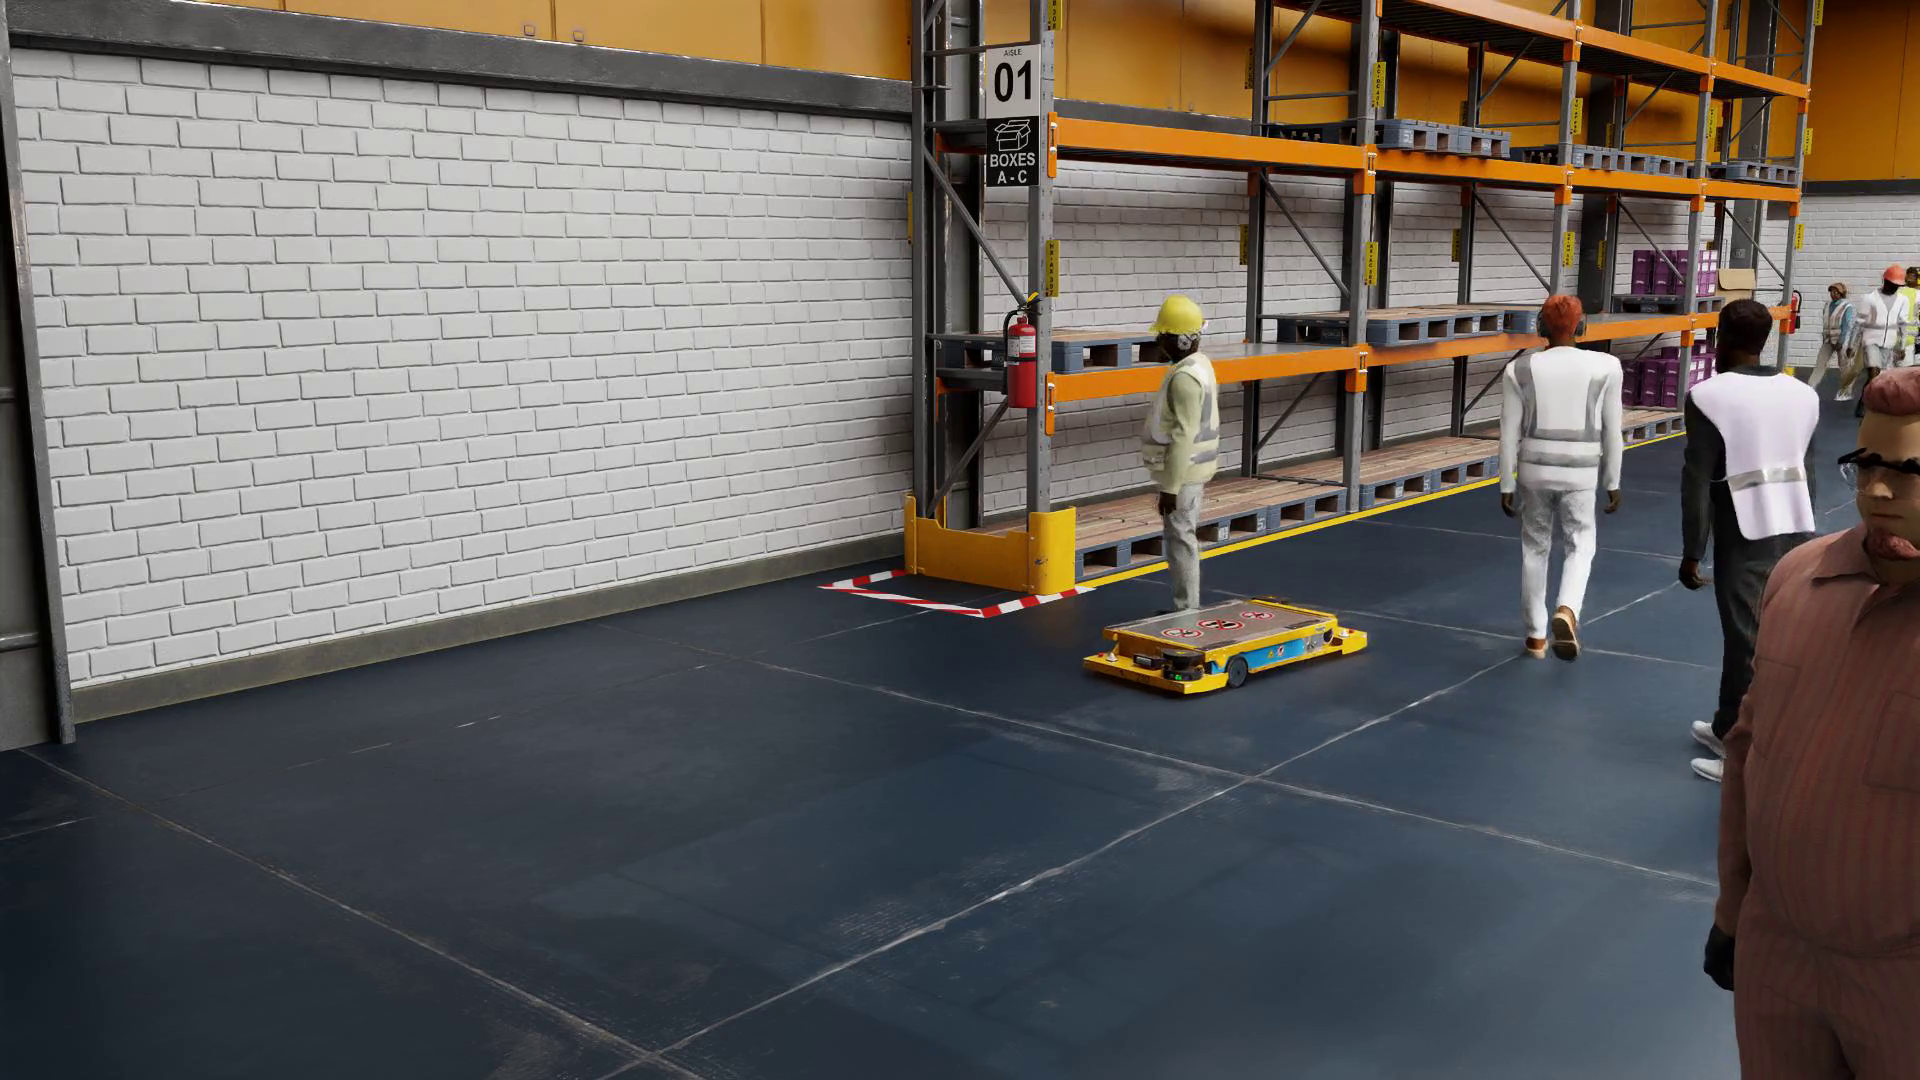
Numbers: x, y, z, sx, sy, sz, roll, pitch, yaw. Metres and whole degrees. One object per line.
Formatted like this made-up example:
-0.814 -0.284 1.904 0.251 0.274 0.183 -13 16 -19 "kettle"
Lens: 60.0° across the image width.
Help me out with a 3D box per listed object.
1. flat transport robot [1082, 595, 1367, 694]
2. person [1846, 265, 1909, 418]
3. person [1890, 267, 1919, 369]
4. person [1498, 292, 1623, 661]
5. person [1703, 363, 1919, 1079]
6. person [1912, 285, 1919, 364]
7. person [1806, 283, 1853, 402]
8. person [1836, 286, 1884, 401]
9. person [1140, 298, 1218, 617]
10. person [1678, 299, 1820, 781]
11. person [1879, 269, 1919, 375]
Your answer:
1.339 0.499 8.278 1.431 0.197 0.652 -9 13 -41 "flat transport robot"
11.080 -2.365 20.043 0.598 1.865 0.992 1 10 4 "person"
12.738 -2.750 22.381 0.949 1.811 0.497 -4 11 -19 "person"
2.965 -0.294 8.257 0.593 1.863 0.647 4 11 21 "person"
1.457 0.670 2.660 0.410 1.905 0.641 -5 11 -24 "person"
12.443 -2.515 21.681 0.506 1.609 0.755 7 12 35 "person"
11.738 -2.661 22.462 0.838 1.596 0.530 -3 10 -15 "person"
11.806 -2.508 21.609 0.519 1.599 0.748 0 10 3 "person"
1.158 -0.360 8.817 0.404 1.816 0.677 2 10 13 "person"
3.089 0.002 6.567 0.592 1.873 0.673 -4 11 -22 "person"
11.823 -2.511 20.995 0.627 1.821 0.559 3 10 15 "person"
